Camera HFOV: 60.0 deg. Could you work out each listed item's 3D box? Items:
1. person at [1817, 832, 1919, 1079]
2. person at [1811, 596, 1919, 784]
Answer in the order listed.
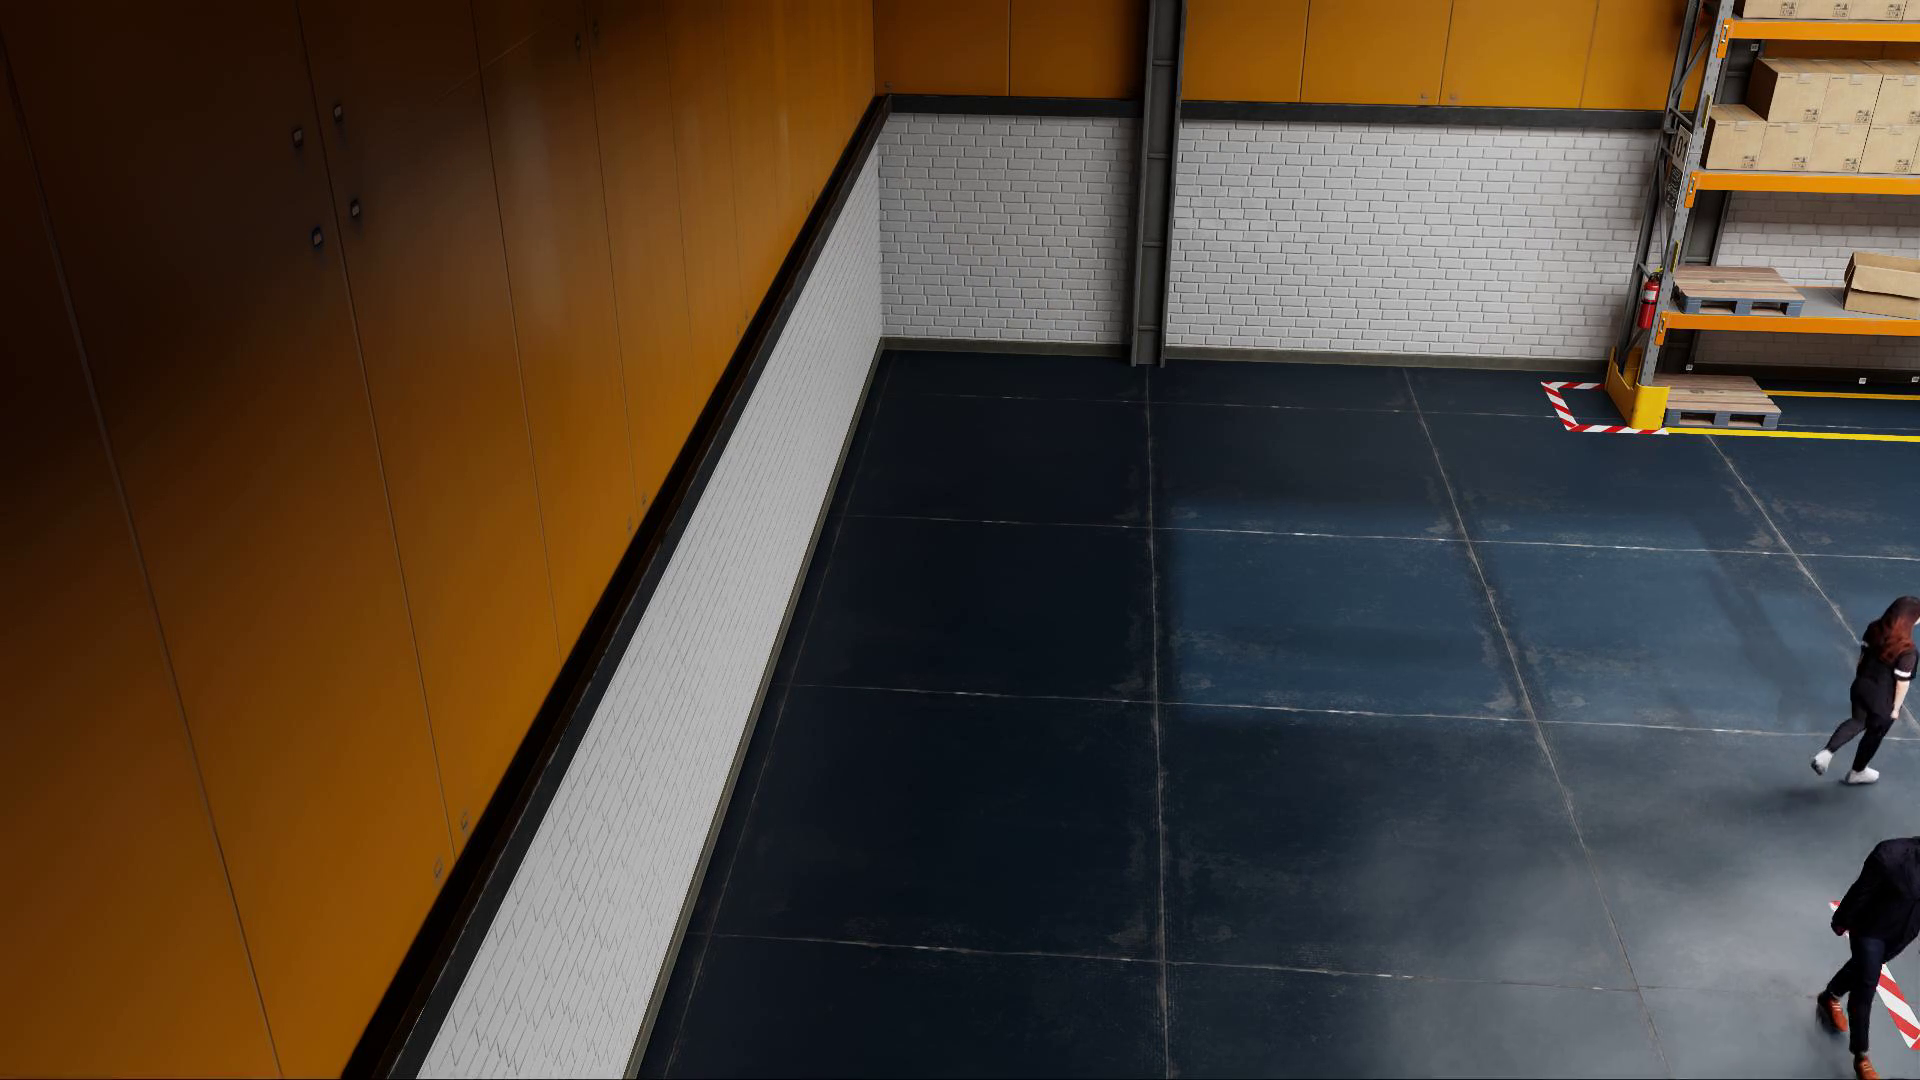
[{"bbox_3d":[5.421,2.248,9.867,1.077,1.775,0.884,-1,29,-2],"label":"person"},{"bbox_3d":[6.606,1.121,12.092,0.946,1.623,0.783,-8,30,-14],"label":"person"}]
